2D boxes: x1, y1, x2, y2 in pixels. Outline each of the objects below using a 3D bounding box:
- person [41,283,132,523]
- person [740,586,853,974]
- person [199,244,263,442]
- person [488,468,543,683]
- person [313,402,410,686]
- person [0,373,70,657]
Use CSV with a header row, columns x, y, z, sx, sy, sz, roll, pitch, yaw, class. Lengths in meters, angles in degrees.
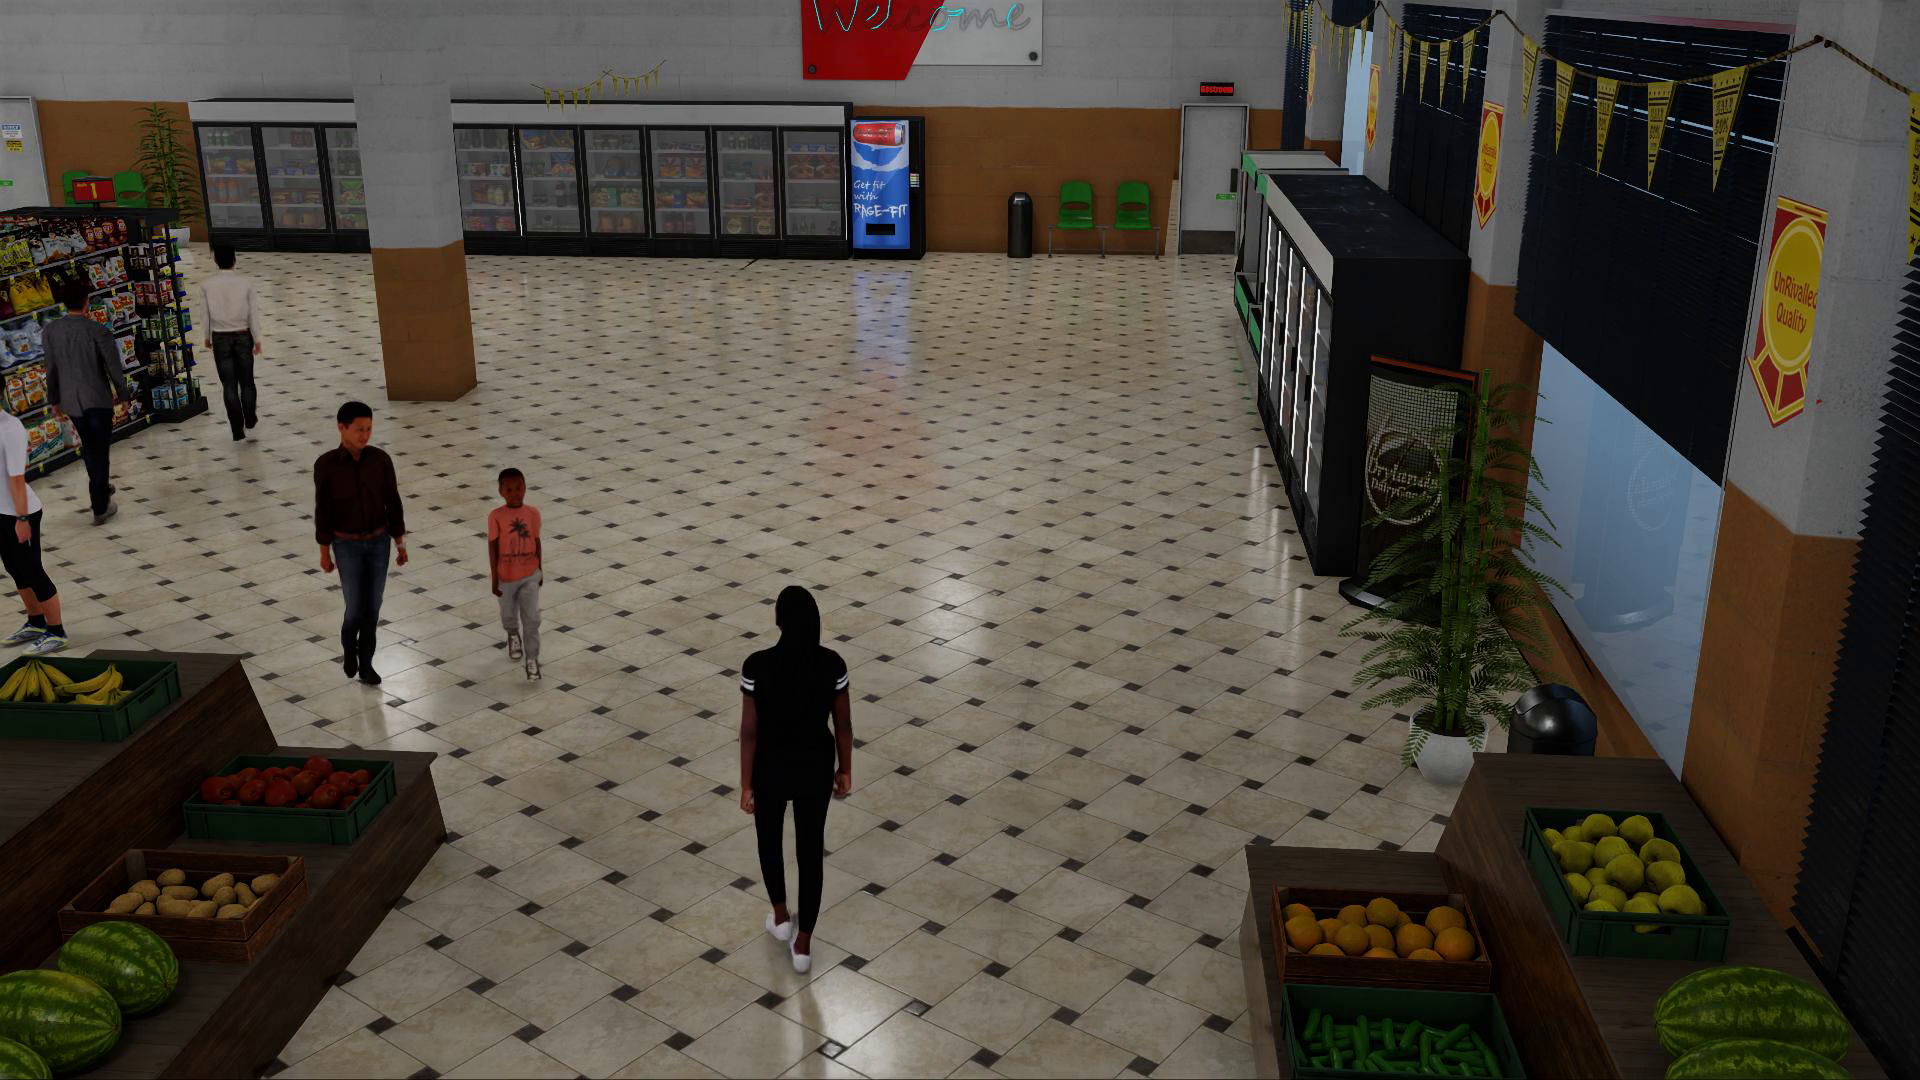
x,y,z,sx,sy,sz,roll,pitch,yaw,class
-6.859,-1.048,13.018,0.799,1.842,0.981,-1,19,-3,person
-0.692,1.040,7.019,0.723,1.717,0.747,-3,19,-8,person
-6.708,-1.781,15.300,1.002,1.771,1.271,-7,20,-20,person
-2.746,0.180,10.230,0.695,1.295,0.972,-6,19,-16,person
-3.614,0.015,9.999,0.795,1.755,0.846,-11,22,-30,person
-5.957,-0.196,10.480,0.732,1.848,0.741,14,23,36,person
